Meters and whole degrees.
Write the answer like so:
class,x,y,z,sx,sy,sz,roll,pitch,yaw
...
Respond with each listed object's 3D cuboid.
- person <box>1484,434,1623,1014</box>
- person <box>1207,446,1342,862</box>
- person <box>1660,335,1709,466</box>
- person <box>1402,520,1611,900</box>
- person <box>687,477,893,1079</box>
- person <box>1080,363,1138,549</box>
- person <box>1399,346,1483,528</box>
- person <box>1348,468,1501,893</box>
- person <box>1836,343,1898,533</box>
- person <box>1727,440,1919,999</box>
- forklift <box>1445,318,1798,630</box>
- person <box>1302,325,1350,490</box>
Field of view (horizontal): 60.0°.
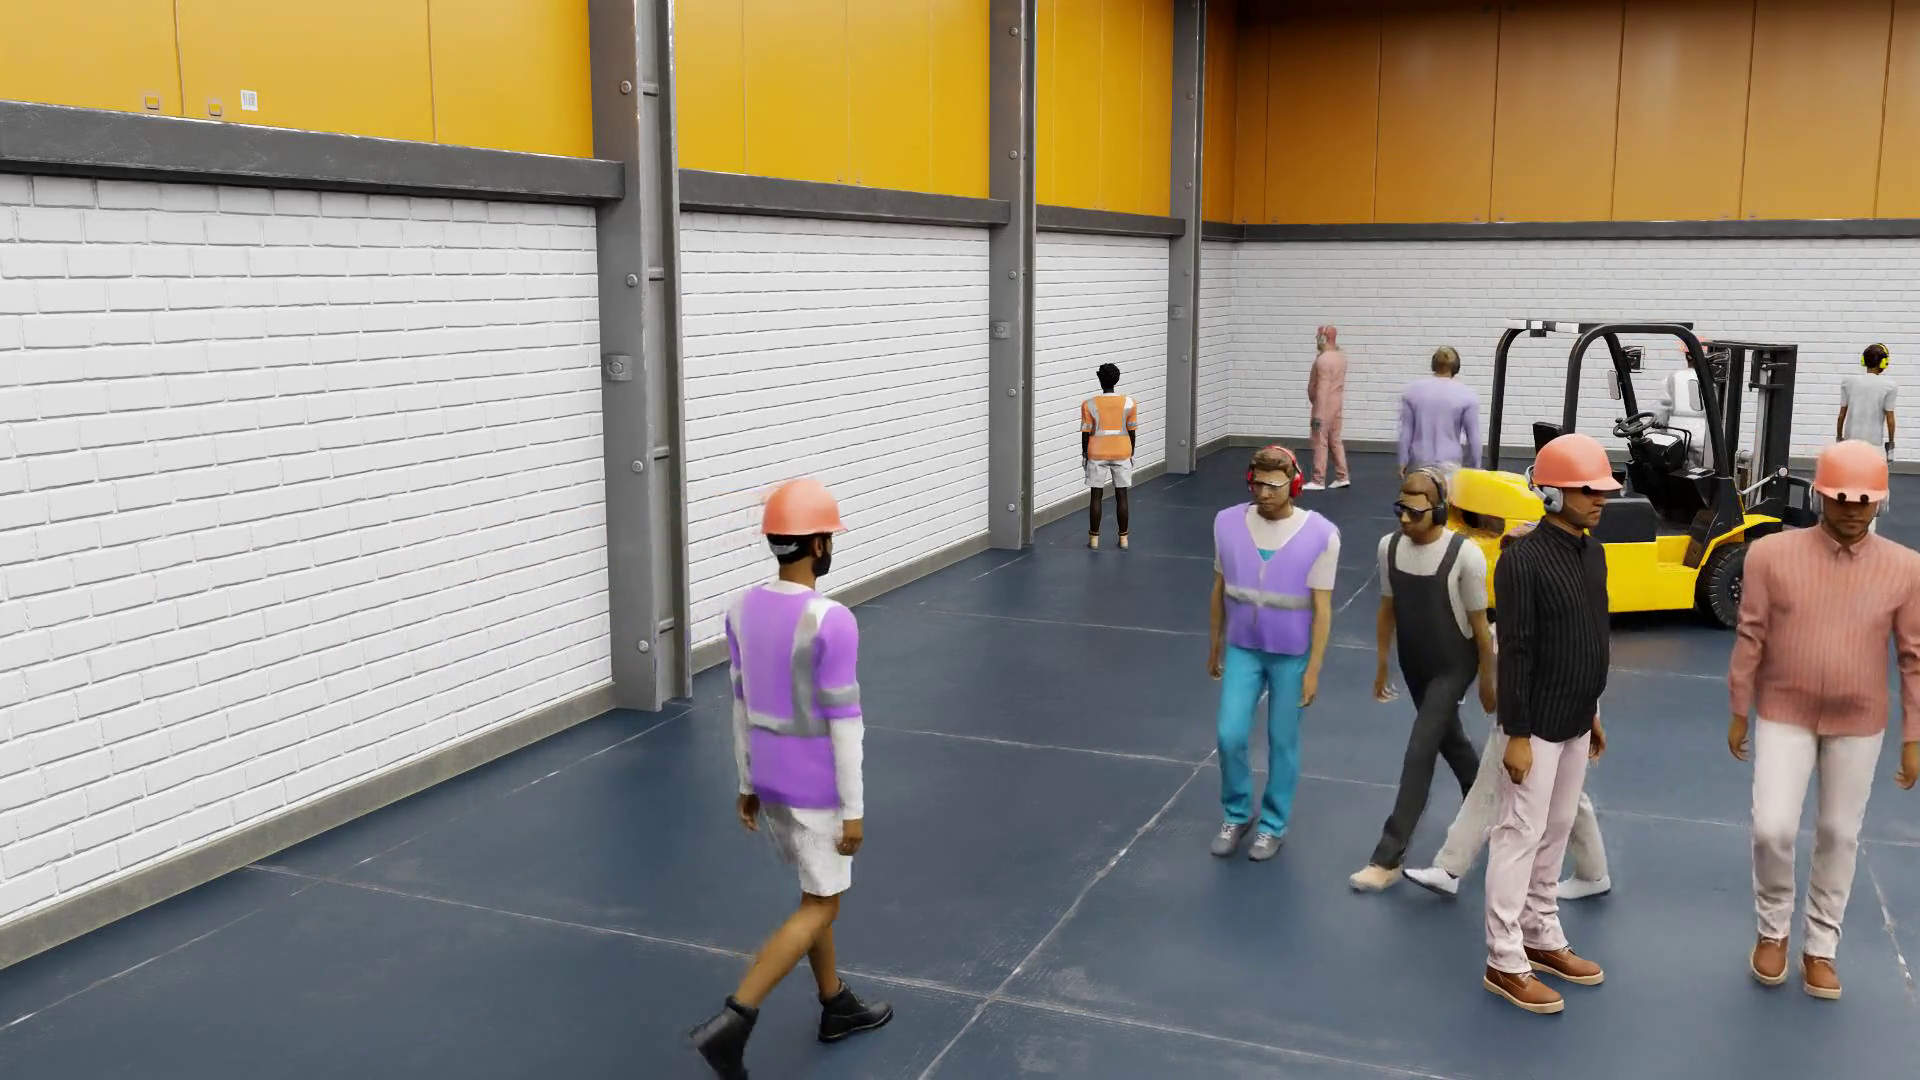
class,x,y,z,sx,sy,sz,roll,pitch,yaw
person,2.074,0.621,5.815,0.608,1.995,0.376,-9,13,-43
person,1.318,0.498,7.106,0.600,1.813,0.489,5,10,27
person,6.965,-0.985,15.823,0.575,1.898,0.867,8,12,40
person,2.236,0.696,6.588,0.858,1.579,0.559,-1,9,-7
person,-0.545,0.760,5.240,0.553,1.910,0.820,9,13,44
person,1.347,-0.754,15.076,0.532,1.694,0.320,0,9,-2
person,4.013,-0.646,13.765,0.657,1.903,0.882,7,12,36
person,2.050,0.537,7.098,1.118,1.761,0.540,-7,12,-36
person,8.320,-0.869,15.304,0.357,1.854,0.514,-8,12,-40
person,3.023,0.631,5.797,0.633,1.975,0.456,4,10,21
forklift,4.706,-0.497,11.990,2.313,2.155,1.214,-2,10,-10
person,4.188,-1.510,19.060,0.424,1.917,0.657,6,11,33
